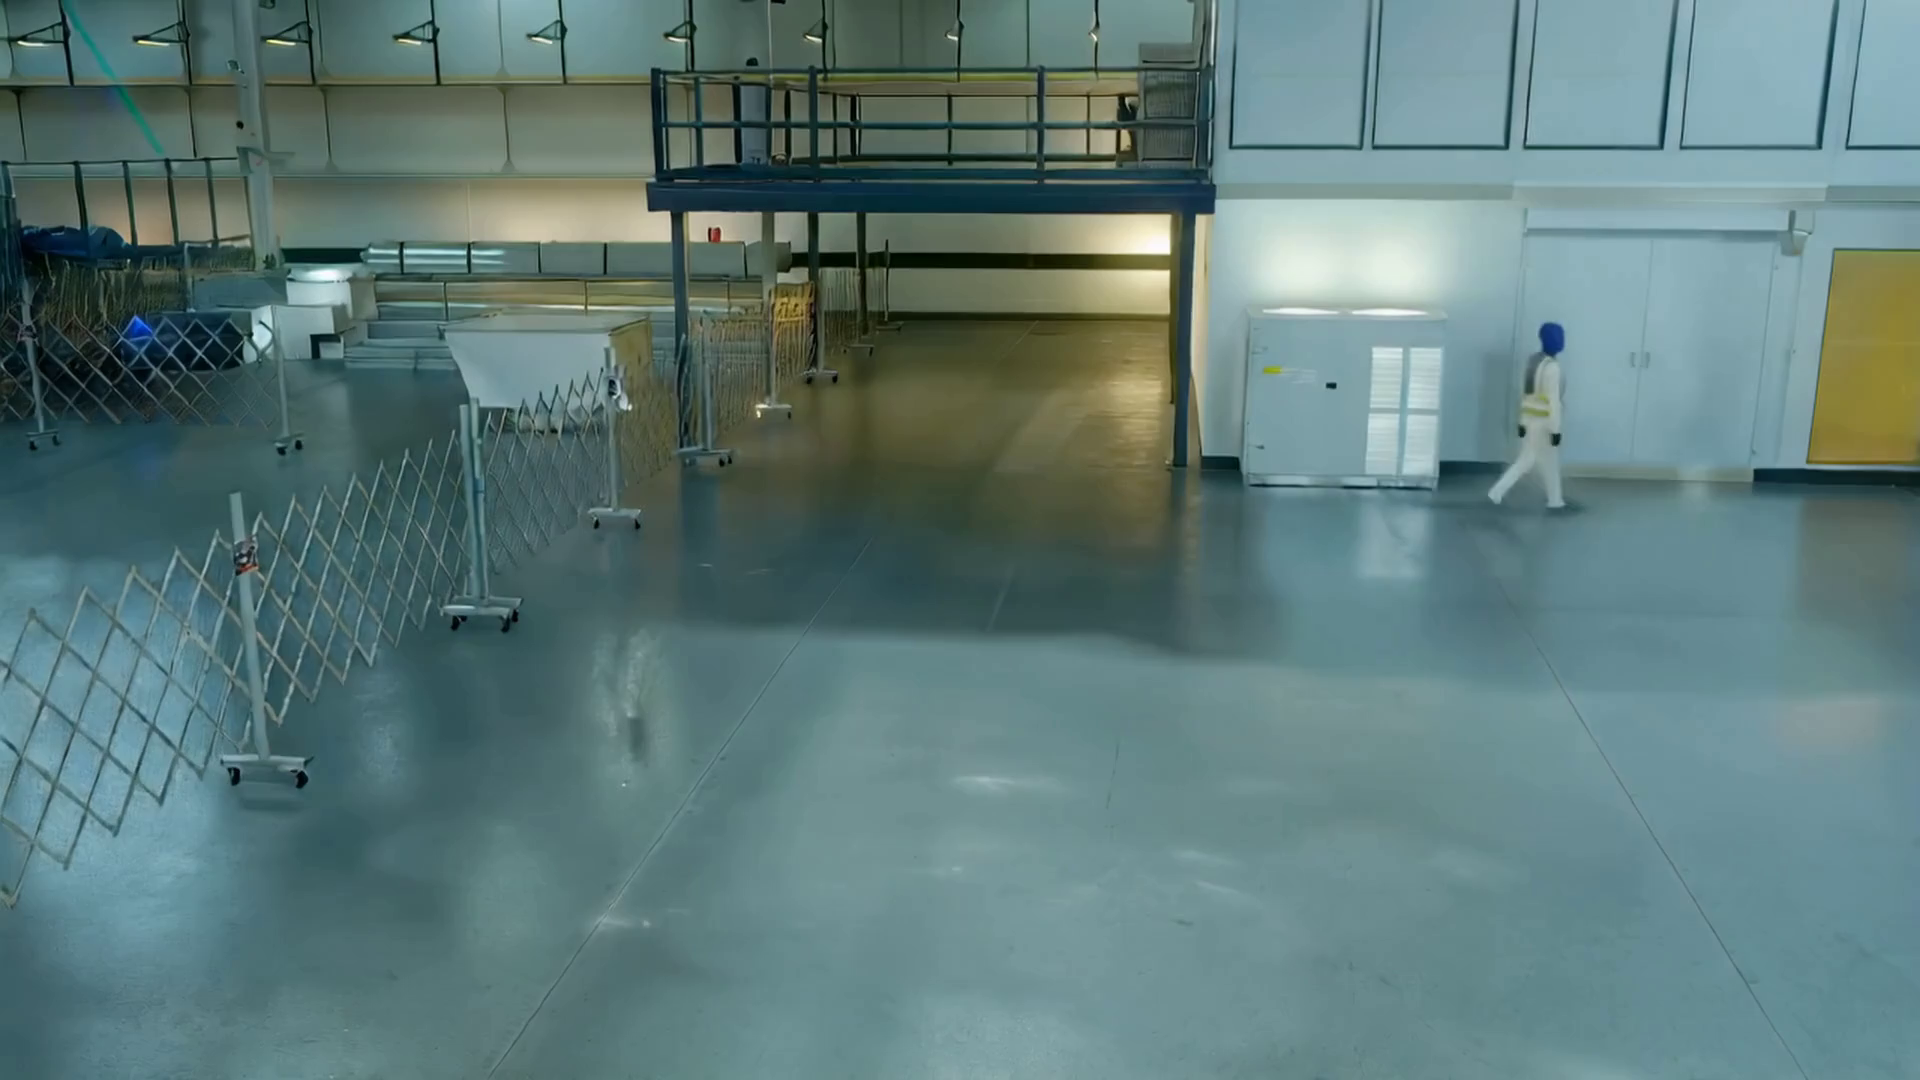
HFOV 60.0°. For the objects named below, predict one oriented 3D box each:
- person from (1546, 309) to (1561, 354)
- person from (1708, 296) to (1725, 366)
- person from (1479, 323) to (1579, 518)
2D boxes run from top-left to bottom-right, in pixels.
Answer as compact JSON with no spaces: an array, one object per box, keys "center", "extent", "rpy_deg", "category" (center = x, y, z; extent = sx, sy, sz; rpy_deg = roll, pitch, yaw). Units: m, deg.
[{"center":[8.101,-2.892,22.752],"extent":[0.510,1.855,0.378],"rpy_deg":[-9,16,-32],"category":"person"},{"center":[9.982,-2.583,22.023],"extent":[0.890,1.581,0.517],"rpy_deg":[-1,14,-6],"category":"person"},{"center":[5.328,-1.097,15.460],"extent":[0.962,1.844,0.594],"rpy_deg":[0,14,1],"category":"person"}]
